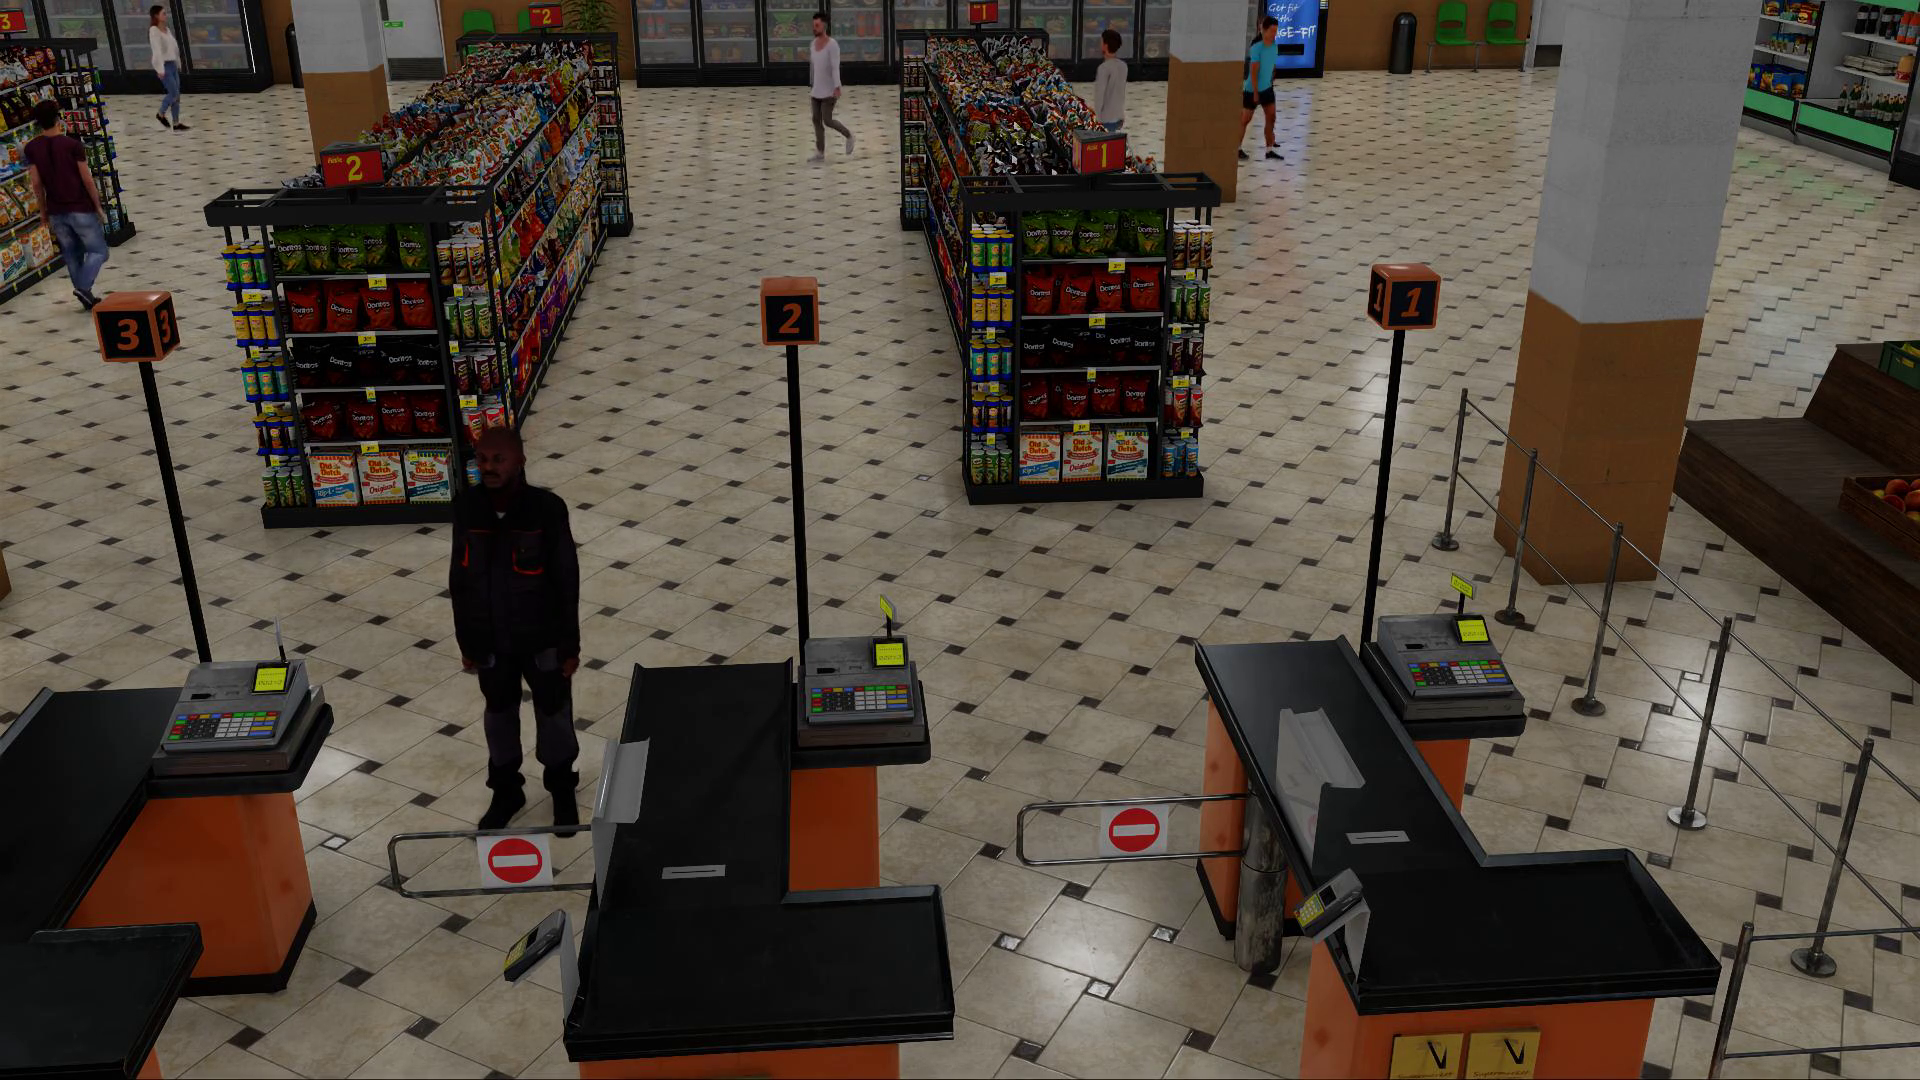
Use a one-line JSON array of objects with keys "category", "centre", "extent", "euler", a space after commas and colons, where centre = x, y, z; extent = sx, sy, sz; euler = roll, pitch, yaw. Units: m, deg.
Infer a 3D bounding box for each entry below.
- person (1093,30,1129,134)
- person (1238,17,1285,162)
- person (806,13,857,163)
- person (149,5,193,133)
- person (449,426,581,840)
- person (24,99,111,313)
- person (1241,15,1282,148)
[{"category": "person", "centre": [1.710, -4.636, 18.391], "extent": [1.132, 1.884, 1.134], "euler": [15, 28, 31]}, {"category": "person", "centre": [3.682, -5.638, 20.853], "extent": [0.936, 1.746, 1.058], "euler": [-14, 27, -28]}, {"category": "person", "centre": [-1.629, -5.632, 20.746], "extent": [1.049, 1.821, 1.020], "euler": [-21, 31, -39]}, {"category": "person", "centre": [-10.902, -6.414, 22.710], "extent": [0.725, 1.679, 0.637], "euler": [1, 24, 3]}, {"category": "person", "centre": [-1.855, 0.369, 7.025], "extent": [0.724, 1.826, 0.632], "euler": [1, 24, 3]}, {"category": "person", "centre": [-7.677, -2.830, 14.319], "extent": [0.654, 1.839, 0.872], "euler": [-2, 24, -5]}, {"category": "person", "centre": [3.842, -5.978, 21.731], "extent": [1.162, 1.665, 1.067], "euler": [20, 31, 38]}]
